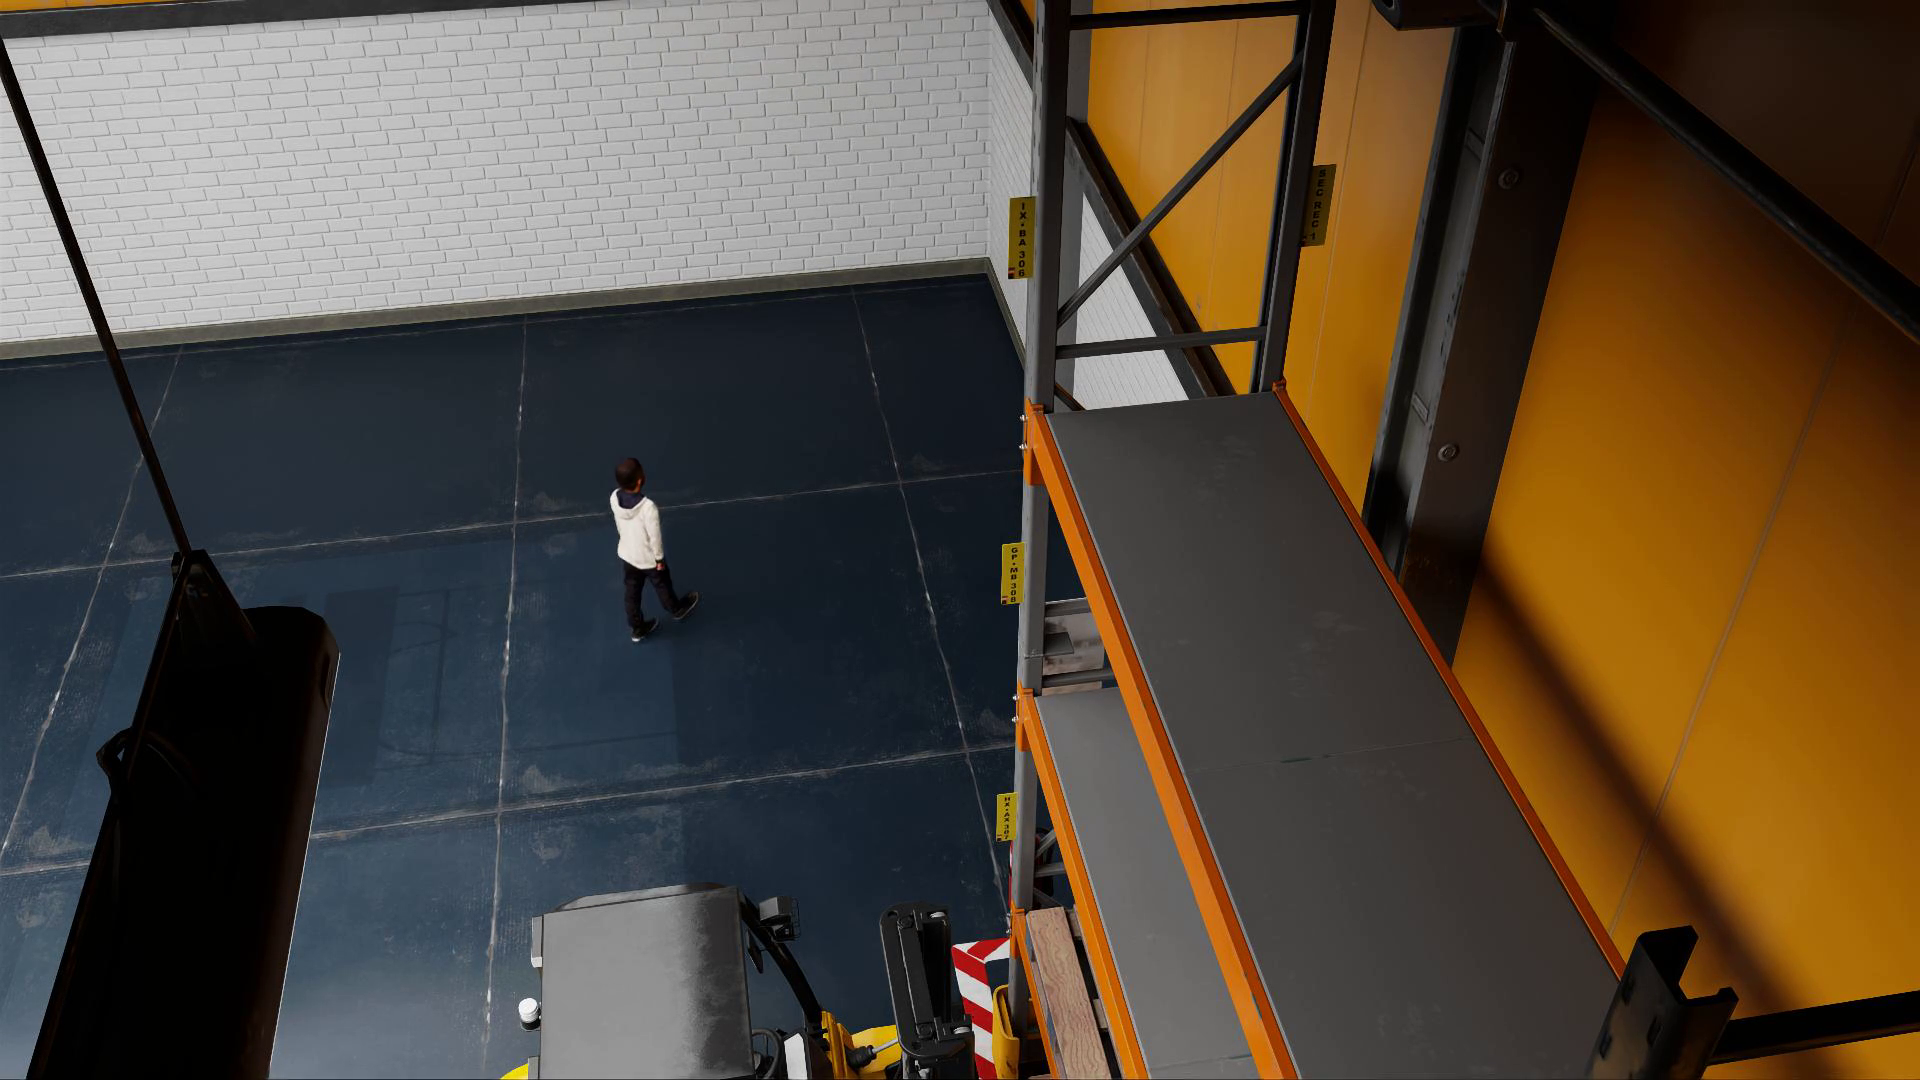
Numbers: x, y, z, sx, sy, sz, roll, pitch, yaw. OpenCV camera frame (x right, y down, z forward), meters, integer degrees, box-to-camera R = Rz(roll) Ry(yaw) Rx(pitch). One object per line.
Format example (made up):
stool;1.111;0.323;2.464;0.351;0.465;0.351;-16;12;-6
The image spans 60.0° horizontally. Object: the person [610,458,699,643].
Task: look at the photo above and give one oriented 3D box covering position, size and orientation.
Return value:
person;-2.219;0.112;11.347;0.859;1.437;0.933;21;43;24
